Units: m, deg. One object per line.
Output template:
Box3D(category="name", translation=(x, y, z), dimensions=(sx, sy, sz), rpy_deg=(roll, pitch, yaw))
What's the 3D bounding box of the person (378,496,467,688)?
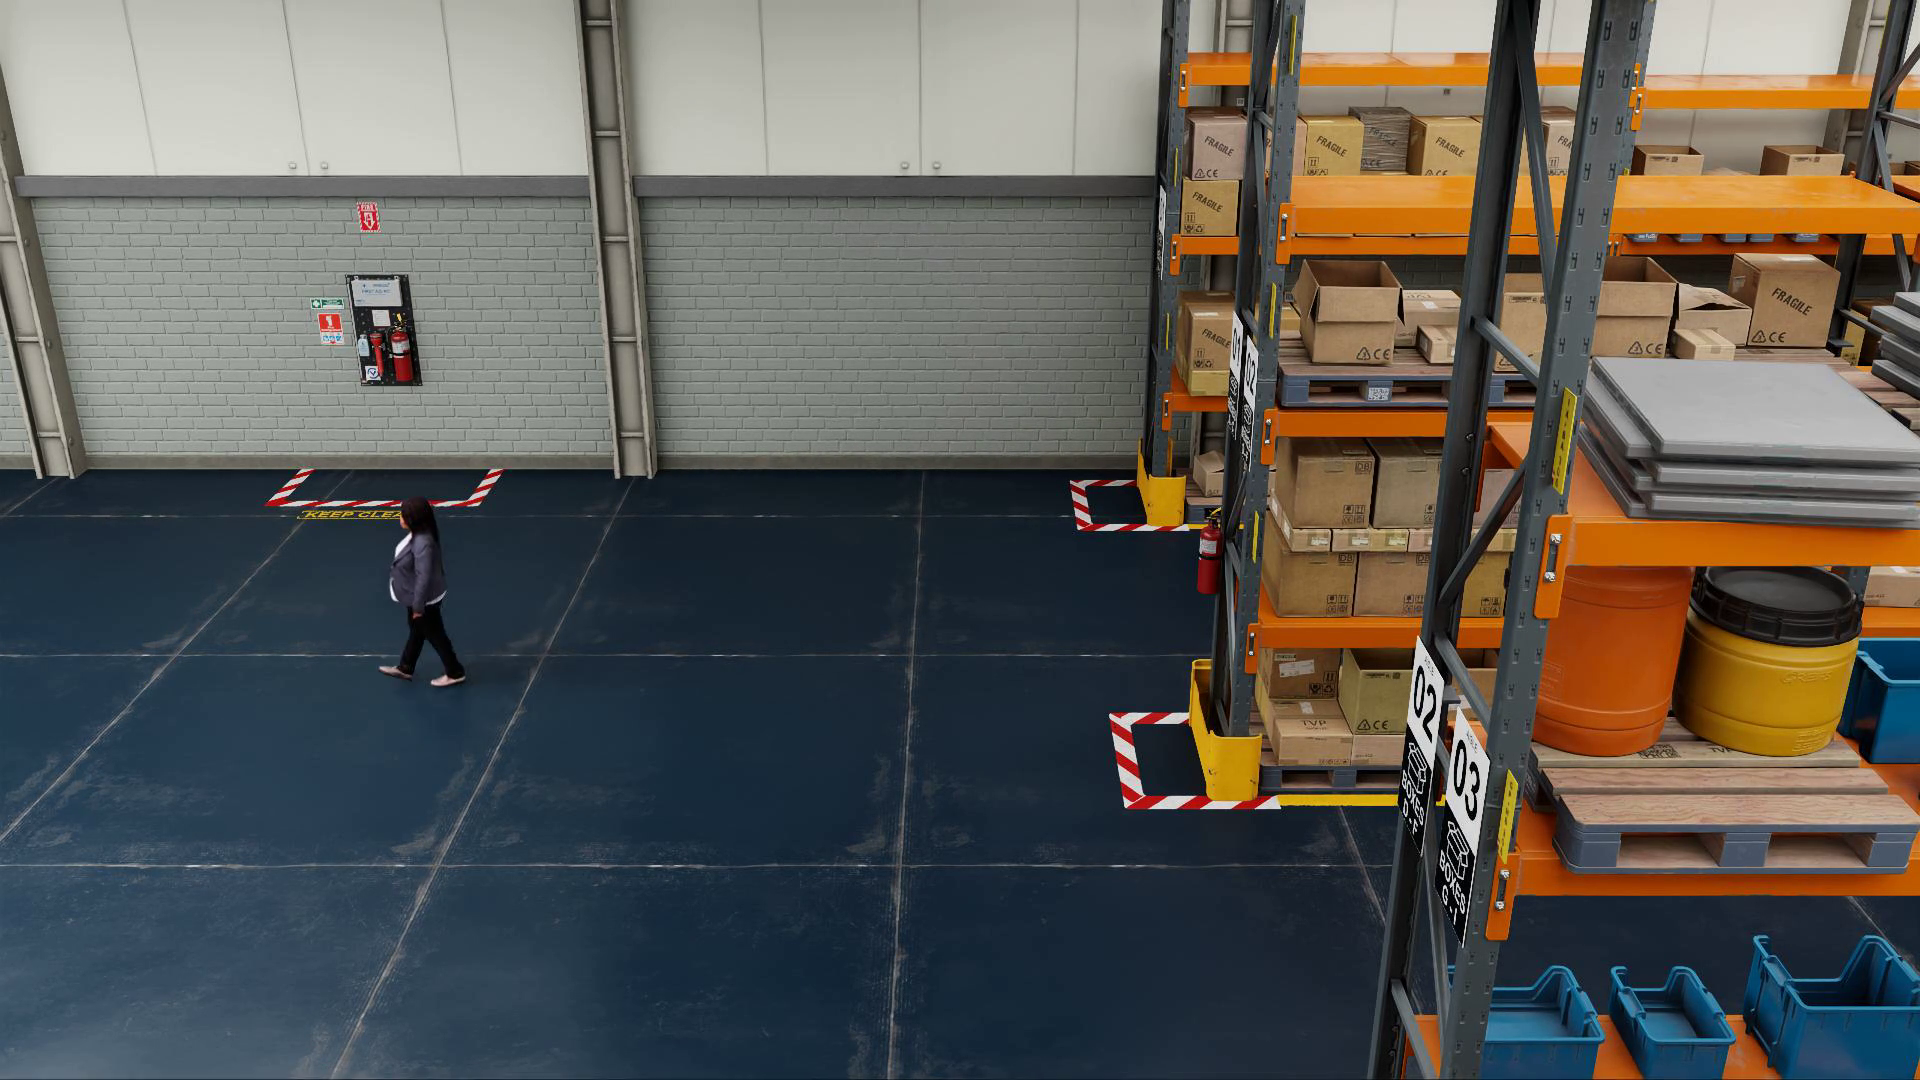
Box3D(category="person", translation=(-4.041, 0.410, 12.765), dimensions=(0.972, 1.578, 0.830), rpy_deg=(-6, 24, -14))
